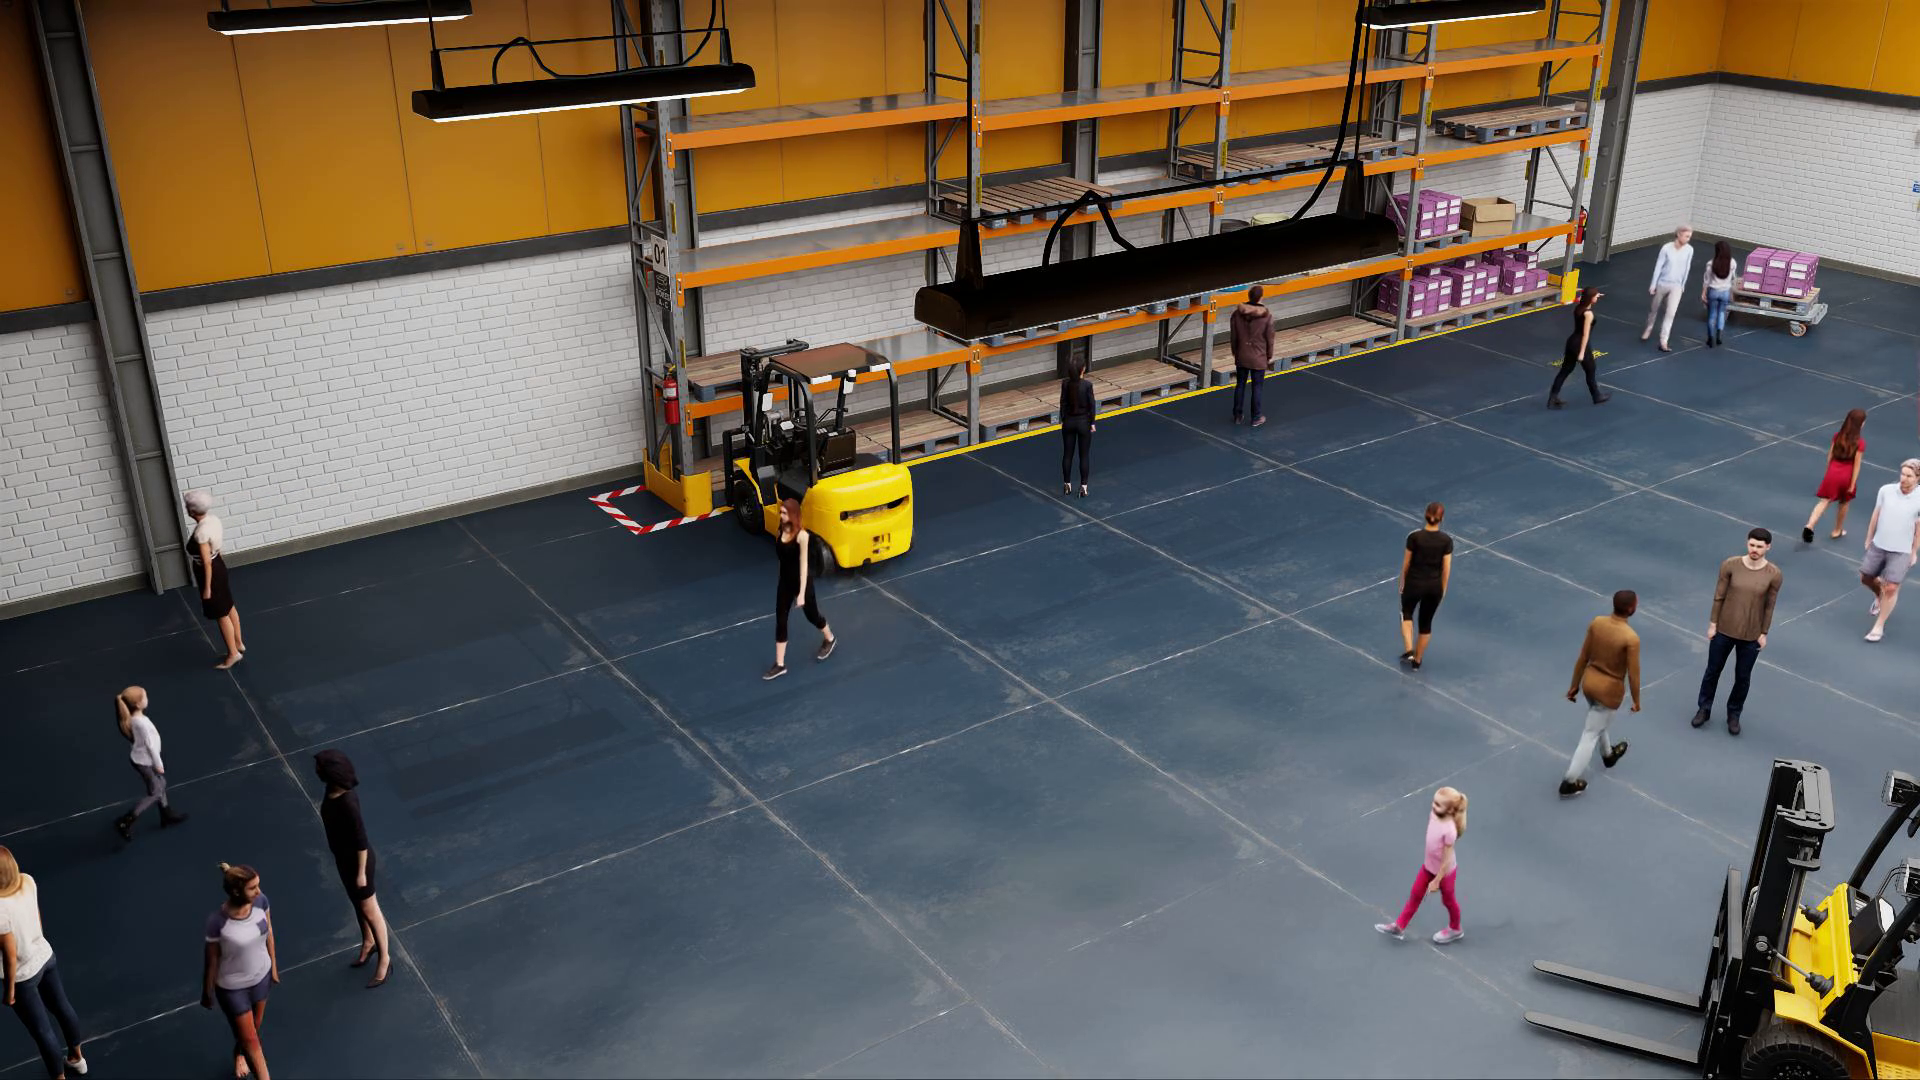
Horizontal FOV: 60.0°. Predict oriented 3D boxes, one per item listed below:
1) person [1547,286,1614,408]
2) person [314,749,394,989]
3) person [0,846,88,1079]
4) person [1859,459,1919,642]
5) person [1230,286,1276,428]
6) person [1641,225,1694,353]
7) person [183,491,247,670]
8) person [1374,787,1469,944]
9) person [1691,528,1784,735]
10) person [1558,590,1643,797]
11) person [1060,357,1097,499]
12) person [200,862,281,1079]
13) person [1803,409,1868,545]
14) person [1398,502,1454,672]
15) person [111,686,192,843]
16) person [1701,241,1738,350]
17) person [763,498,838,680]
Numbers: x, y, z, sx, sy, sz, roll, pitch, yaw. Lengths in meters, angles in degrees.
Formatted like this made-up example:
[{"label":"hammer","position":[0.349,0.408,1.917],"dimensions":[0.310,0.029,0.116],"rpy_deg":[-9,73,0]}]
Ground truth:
[{"label":"person","position":[8.176,-2.534,22.189],"dimensions":[1.185,1.650,0.944],"rpy_deg":[-3,24,-6]},{"label":"person","position":[-4.070,2.185,11.201],"dimensions":[0.478,1.804,0.584],"rpy_deg":[-16,28,-32]},{"label":"person","position":[-5.683,2.630,10.181],"dimensions":[0.694,1.806,0.675],"rpy_deg":[0,24,0]},{"label":"person","position":[9.039,0.063,16.040],"dimensions":[0.909,1.817,0.702],"rpy_deg":[-20,31,-38]},{"label":"person","position":[3.790,-2.399,21.636],"dimensions":[0.867,1.846,0.861],"rpy_deg":[12,26,26]},{"label":"person","position":[10.528,-3.776,24.801],"dimensions":[1.249,1.835,1.308],"rpy_deg":[5,24,12]},{"label":"person","position":[-6.907,0.366,15.427],"dimensions":[0.707,1.752,0.717],"rpy_deg":[-2,24,-5]},{"label":"person","position":[3.418,2.292,11.655],"dimensions":[0.934,1.244,0.703],"rpy_deg":[-6,24,-13]},{"label":"person","position":[6.723,0.760,14.355],"dimensions":[0.739,1.888,0.736],"rpy_deg":[12,26,25]},{"label":"person","position":[5.094,1.260,13.346],"dimensions":[1.132,1.782,0.715],"rpy_deg":[-14,27,-28]},{"label":"person","position":[1.364,-1.321,19.339],"dimensions":[0.648,1.710,0.659],"rpy_deg":[10,26,22]},{"label":"person","position":[-4.466,2.707,10.294],"dimensions":[0.922,1.575,0.980],"rpy_deg":[17,29,34]},{"label":"person","position":[9.528,-0.668,18.081],"dimensions":[1.001,1.521,0.576],"rpy_deg":[-18,29,-35]},{"label":"person","position":[4.274,0.461,15.330],"dimensions":[0.721,1.657,0.779],"rpy_deg":[4,24,9]},{"label":"person","position":[-6.371,1.743,12.887],"dimensions":[0.800,1.263,0.517],"rpy_deg":[-18,29,-35]},{"label":"person","position":[11.289,-3.615,24.708],"dimensions":[0.760,1.614,0.828],"rpy_deg":[3,24,7]},{"label":"person","position":[-1.441,0.413,15.392],"dimensions":[0.835,1.695,1.192],"rpy_deg":[17,29,33]}]
